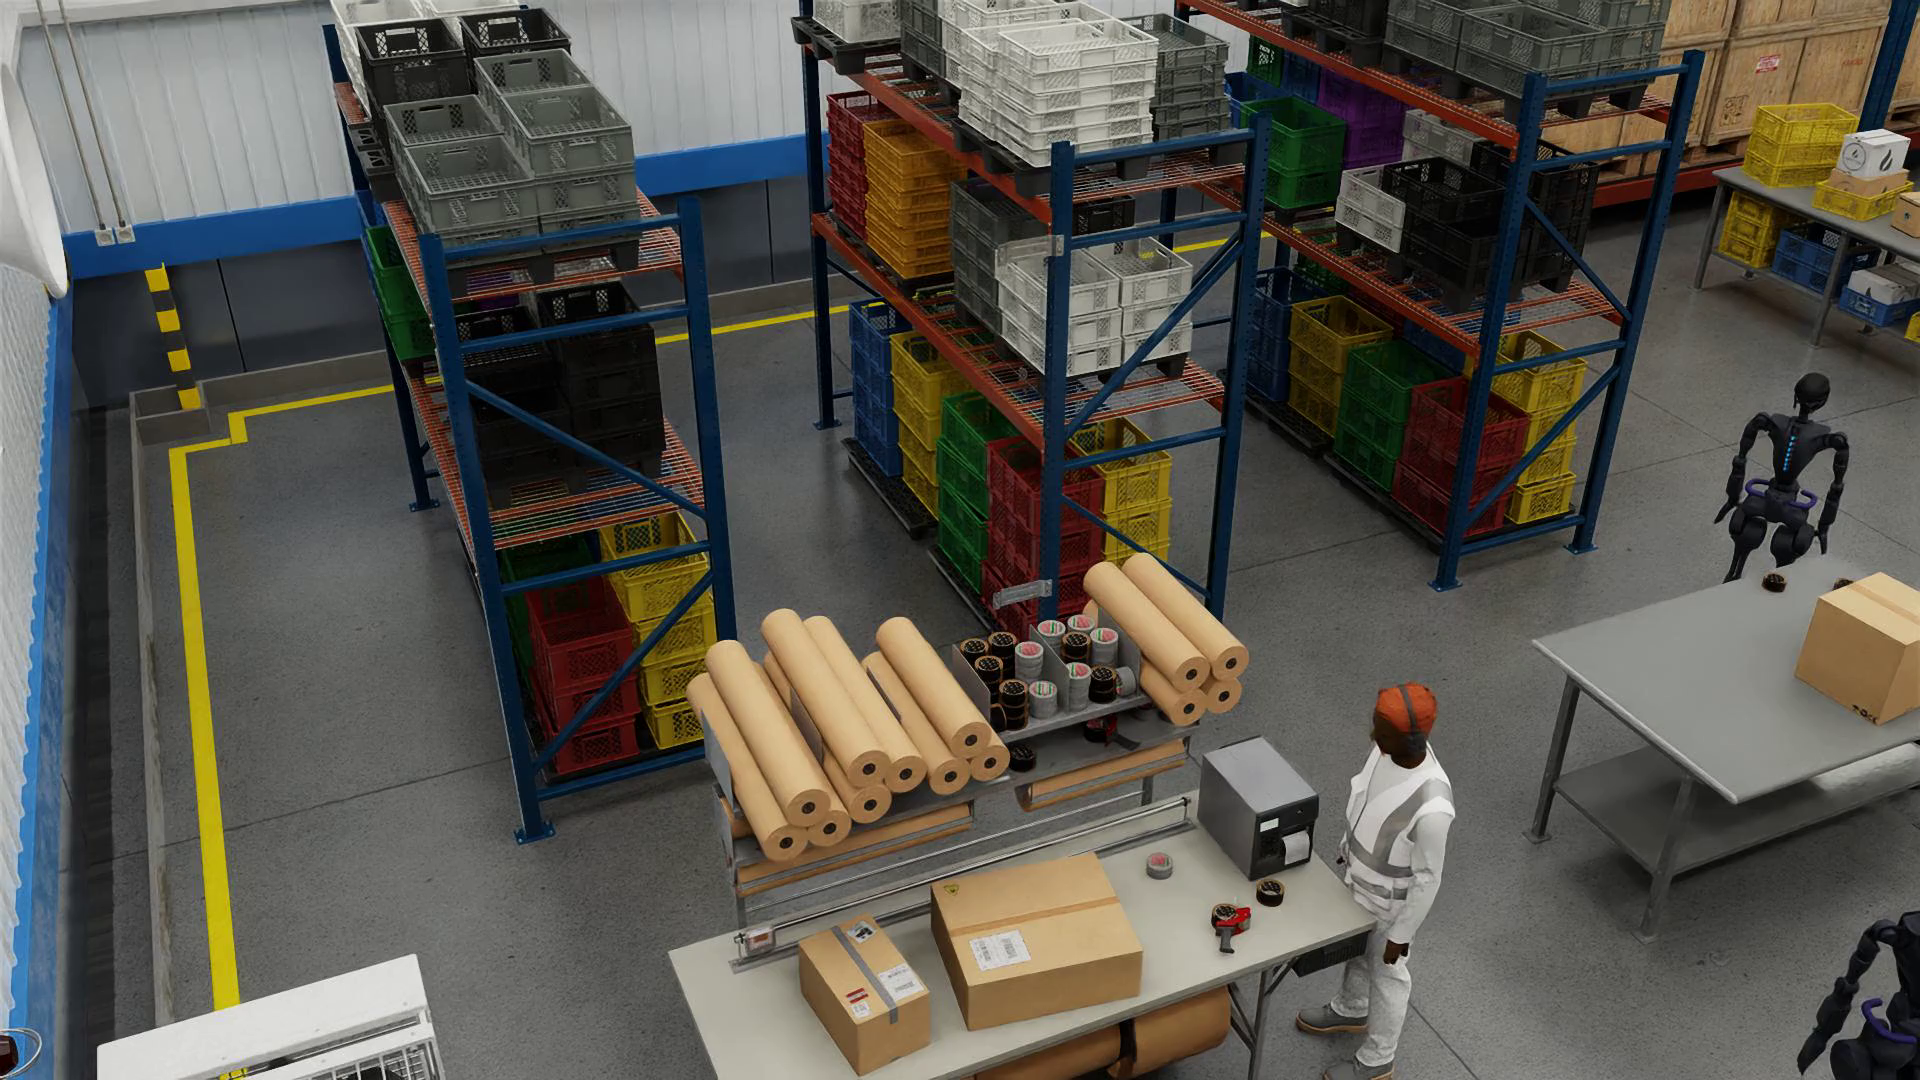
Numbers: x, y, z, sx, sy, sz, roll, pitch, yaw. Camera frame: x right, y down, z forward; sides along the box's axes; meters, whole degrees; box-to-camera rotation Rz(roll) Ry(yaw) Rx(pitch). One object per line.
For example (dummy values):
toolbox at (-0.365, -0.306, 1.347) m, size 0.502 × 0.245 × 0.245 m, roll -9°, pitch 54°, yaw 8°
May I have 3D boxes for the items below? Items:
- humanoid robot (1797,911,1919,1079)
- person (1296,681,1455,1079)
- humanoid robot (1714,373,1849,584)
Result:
humanoid robot at (3.266, 1.751, 5.781) m, size 0.573 × 1.652 × 0.328 m, roll 0°, pitch 32°, yaw -1°
person at (1.596, 1.307, 6.304) m, size 0.356 × 1.887 × 0.572 m, roll -4°, pitch 32°, yaw -7°
humanoid robot at (4.331, -0.130, 8.825) m, size 0.584 × 1.657 × 0.330 m, roll 21°, pitch 38°, yaw 31°
